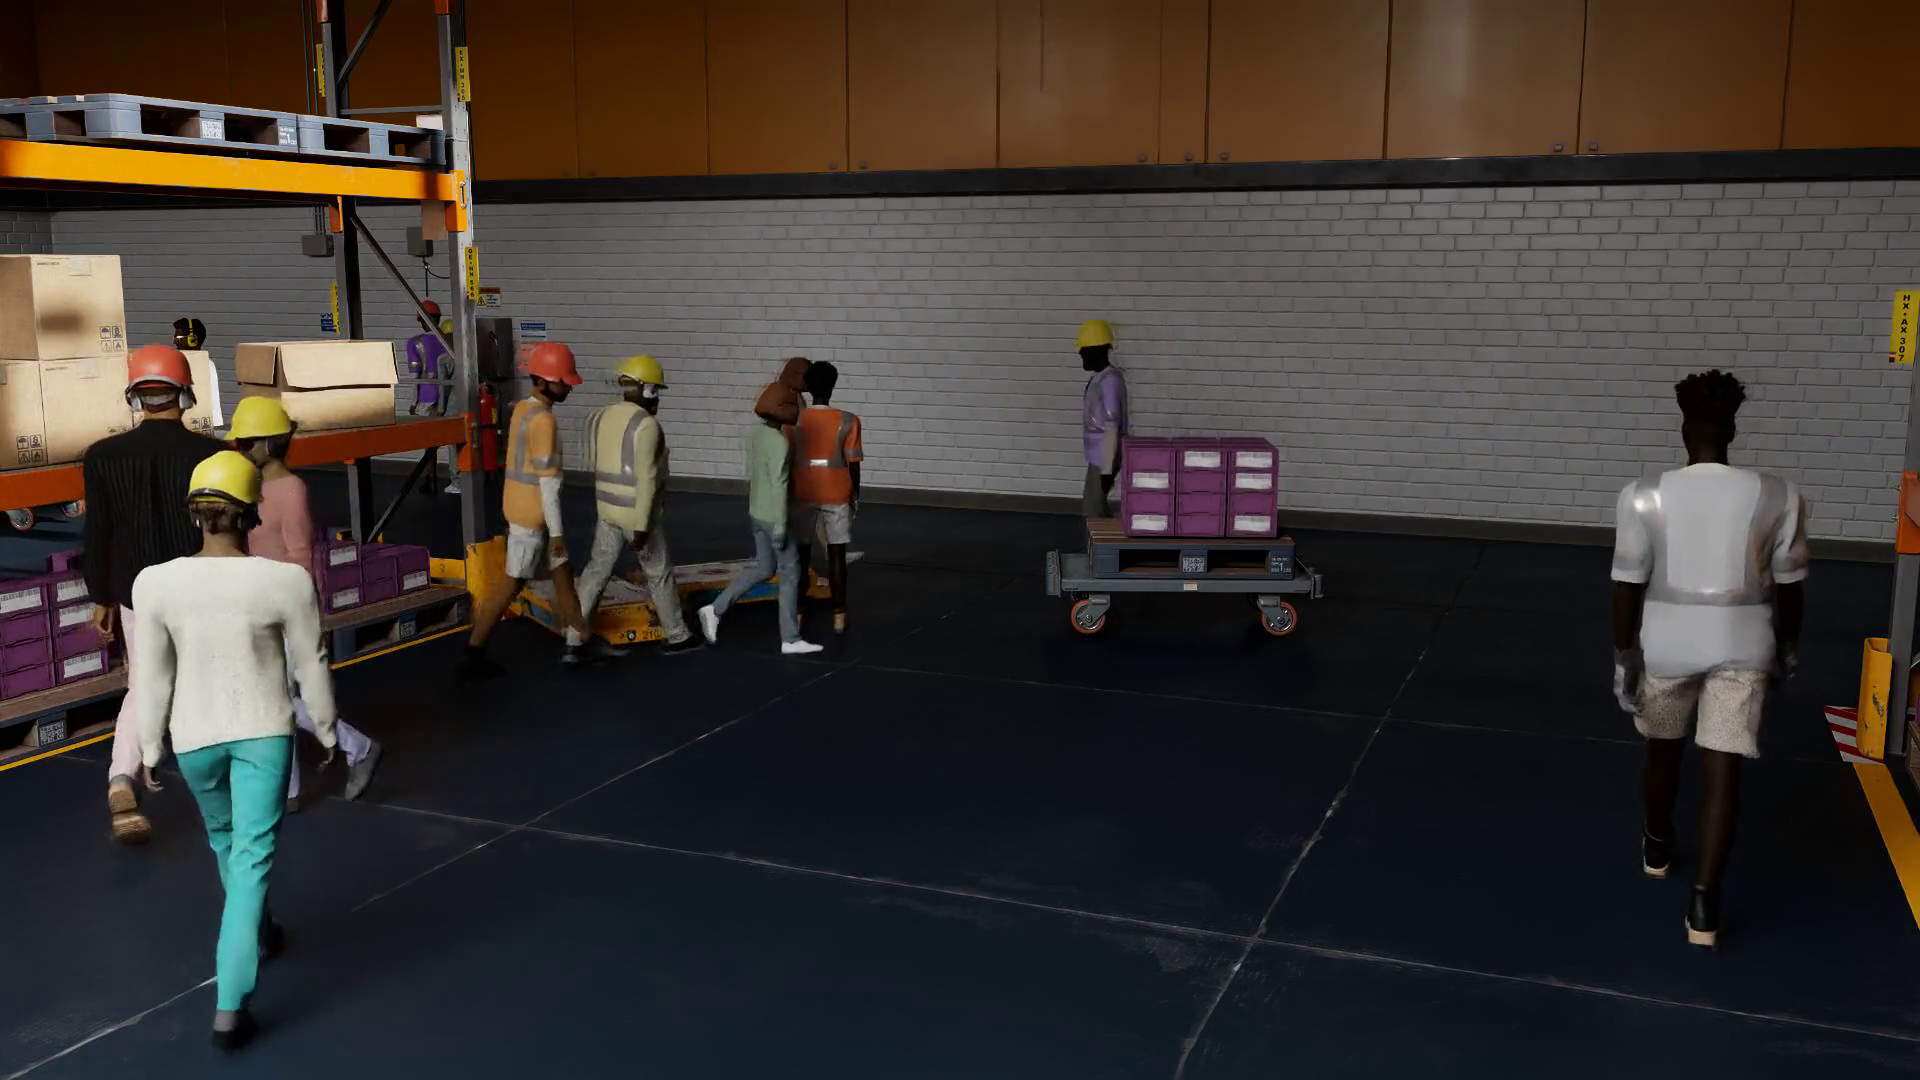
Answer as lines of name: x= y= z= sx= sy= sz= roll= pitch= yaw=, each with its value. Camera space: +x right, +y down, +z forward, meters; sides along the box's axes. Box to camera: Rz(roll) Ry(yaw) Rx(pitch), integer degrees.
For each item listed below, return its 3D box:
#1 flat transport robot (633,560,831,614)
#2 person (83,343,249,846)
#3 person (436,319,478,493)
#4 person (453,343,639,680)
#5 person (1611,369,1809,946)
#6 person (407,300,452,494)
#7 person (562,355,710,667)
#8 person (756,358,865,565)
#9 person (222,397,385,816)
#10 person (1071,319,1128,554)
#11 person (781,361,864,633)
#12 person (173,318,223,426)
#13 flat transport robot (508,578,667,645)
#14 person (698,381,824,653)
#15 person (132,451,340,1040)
flat transport robot: x=-1.577 y=0.298 z=11.189 sx=1.431 sy=0.197 sz=0.652 roll=-6 pitch=11 yaw=-31
person: x=-3.137 y=0.213 z=6.572 sx=0.629 sy=1.970 sz=0.828 roll=-1 pitch=9 yaw=-6
person: x=-5.047 y=-1.341 z=16.670 sx=0.325 sy=1.740 sz=0.492 roll=7 pitch=12 yaw=36
person: x=-2.316 y=-0.145 z=9.082 sx=1.016 sy=1.859 sz=0.603 roll=-3 pitch=10 yaw=-20
person: x=2.596 y=0.369 z=5.805 sx=0.614 sy=1.919 sz=0.970 roll=5 pitch=11 yaw=27
person: x=-5.236 y=-1.420 z=16.587 sx=0.542 sy=1.930 sz=0.366 roll=-7 pitch=12 yaw=-38
person: x=-1.900 y=-0.158 z=9.456 sx=0.618 sy=1.779 sz=0.961 roll=9 pitch=13 yaw=43
person: x=-1.138 y=-0.537 z=12.216 sx=0.843 sy=1.587 sz=0.524 roll=1 pitch=9 yaw=9
person: x=-2.724 y=0.286 z=6.780 sx=0.493 sy=1.752 sz=0.531 roll=-7 pitch=12 yaw=-38
person: x=1.051 y=-0.579 z=11.560 sx=0.593 sy=1.904 sz=0.617 roll=0 pitch=9 yaw=-1
person: x=-0.864 y=-0.257 z=10.292 sx=0.537 sy=1.684 sz=0.337 roll=0 pitch=9 yaw=-2
person: x=-6.010 y=-0.826 z=13.199 sx=0.324 sy=1.863 sz=0.509 roll=-4 pitch=10 yaw=-22
flat transport robot: x=-2.316 y=0.423 z=10.429 sx=0.652 sy=0.197 sz=1.431 roll=-6 pitch=11 yaw=-31
person: x=-1.166 y=-0.118 z=9.663 sx=0.650 sy=1.612 sz=0.521 roll=-5 pitch=10 yaw=-25
person: x=-2.191 y=0.594 z=5.045 sx=0.543 sy=1.726 sz=0.917 roll=-1 pitch=9 yaw=-7
